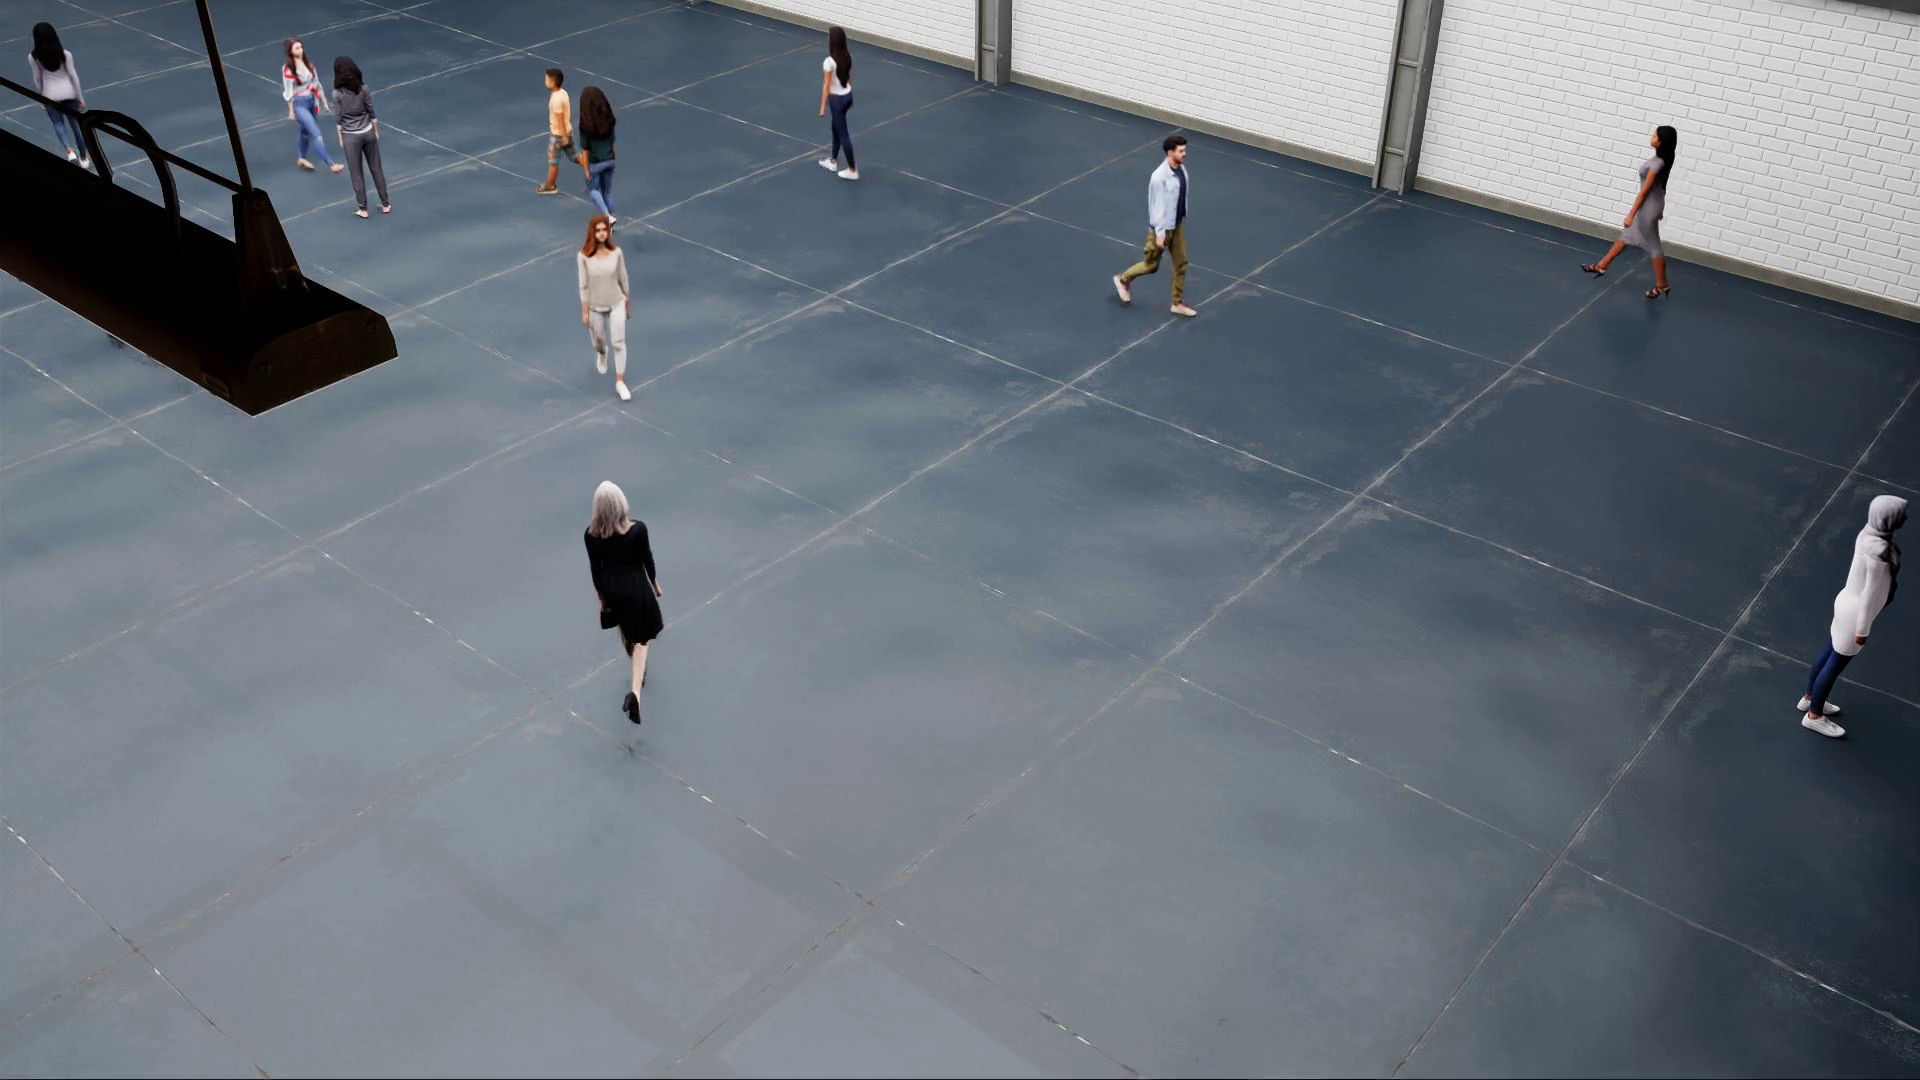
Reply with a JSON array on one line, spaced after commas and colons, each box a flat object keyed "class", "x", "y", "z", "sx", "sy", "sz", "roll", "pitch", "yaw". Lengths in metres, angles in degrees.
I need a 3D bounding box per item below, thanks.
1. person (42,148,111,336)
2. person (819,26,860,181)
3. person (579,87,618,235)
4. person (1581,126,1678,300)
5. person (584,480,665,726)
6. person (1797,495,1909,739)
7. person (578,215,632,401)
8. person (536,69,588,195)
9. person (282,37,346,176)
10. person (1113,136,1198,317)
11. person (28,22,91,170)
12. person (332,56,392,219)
[{"class": "person", "x": -8.357, "y": -2.802, "z": 15.746, "sx": 1.084, "sy": 1.815, "sz": 0.732, "roll": 27, "pitch": 42, "yaw": 35}, {"class": "person", "x": -1.295, "y": -4.982, "z": 19.076, "sx": 0.880, "sy": 1.759, "sz": 0.709, "roll": 17, "pitch": 37, "yaw": 23}, {"class": "person", "x": -3.792, "y": -4.005, "z": 17.750, "sx": 0.660, "sy": 1.601, "sz": 0.772, "roll": -26, "pitch": 42, "yaw": -33}, {"class": "person", "x": 6.880, "y": -3.174, "z": 16.377, "sx": 1.156, "sy": 1.736, "sz": 0.697, "roll": 20, "pitch": 38, "yaw": 27}, {"class": "person", "x": -2.197, "y": 0.422, "z": 10.982, "sx": 1.051, "sy": 1.720, "sz": 1.070, "roll": -1, "pitch": 34, "yaw": -1}, {"class": "person", "x": 5.830, "y": 0.476, "z": 10.851, "sx": 0.637, "sy": 1.775, "sz": 0.673, "roll": 12, "pitch": 35, "yaw": 18}, {"class": "person", "x": -3.173, "y": -2.108, "z": 14.816, "sx": 0.882, "sy": 1.688, "sz": 1.008, "roll": -10, "pitch": 35, "yaw": -15}, {"class": "person", "x": -4.419, "y": -4.599, "z": 18.792, "sx": 1.041, "sy": 1.437, "sz": 0.925, "roll": 0, "pitch": 34, "yaw": 1}, {"class": "person", "x": -7.665, "y": -5.028, "z": 19.316, "sx": 1.119, "sy": 1.571, "sz": 0.768, "roll": 16, "pitch": 37, "yaw": 23}, {"class": "person", "x": 1.921, "y": -3.039, "z": 16.132, "sx": 1.111, "sy": 1.783, "sz": 0.681, "roll": 26, "pitch": 41, "yaw": 33}, {"class": "person", "x": -10.413, "y": -5.094, "z": 19.279, "sx": 0.775, "sy": 1.722, "sz": 0.884, "roll": -17, "pitch": 37, "yaw": -23}, {"class": "person", "x": -6.583, "y": -4.416, "z": 18.225, "sx": 0.630, "sy": 1.759, "sz": 0.579, "roll": -23, "pitch": 40, "yaw": -30}]
